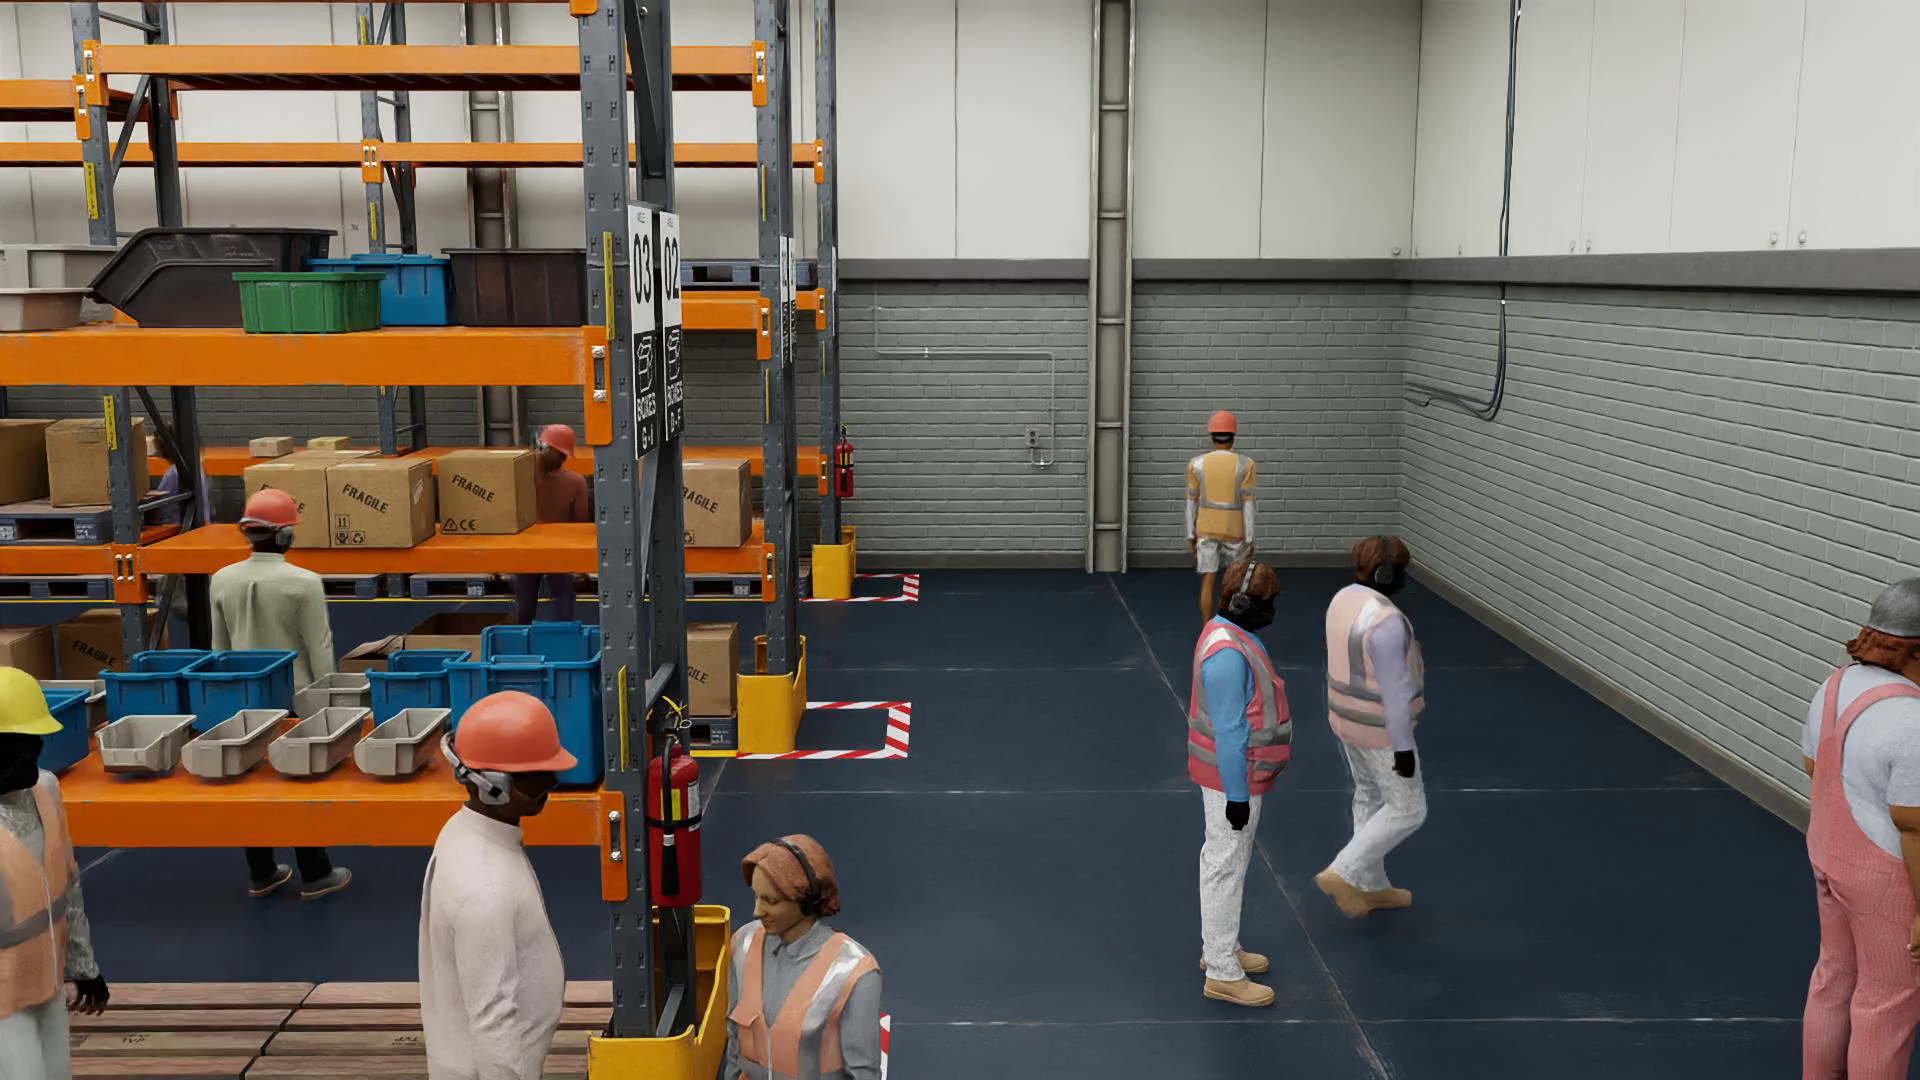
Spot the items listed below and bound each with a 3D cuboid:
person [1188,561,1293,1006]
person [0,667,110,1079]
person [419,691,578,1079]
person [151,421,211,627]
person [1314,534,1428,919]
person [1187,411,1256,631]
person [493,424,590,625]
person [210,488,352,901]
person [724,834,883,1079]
[{"bbox_3d":[1.167,0.994,6.963,0.429,1.838,0.621,1,9,9],"label":"person"},{"bbox_3d":[-2.785,1.301,4.848,0.467,1.908,0.589,0,9,0],"label":"person"},{"bbox_3d":[-1.172,1.356,4.308,0.411,1.980,0.625,-3,10,-18],"label":"person"},{"bbox_3d":[-5.751,0.073,12.354,0.461,1.926,0.634,-2,10,-14],"label":"person"},{"bbox_3d":[1.925,0.874,7.706,0.473,1.824,0.646,-2,9,-9],"label":"person"},{"bbox_3d":[2.110,-0.081,13.364,0.554,1.897,0.886,3,10,18],"label":"person"},{"bbox_3d":[-2.996,0.141,11.843,0.722,1.949,0.419,-2,10,-13],"label":"person"},{"bbox_3d":[-3.263,0.744,8.007,0.621,1.990,0.401,2,9,12],"label":"person"},{"bbox_3d":[-0.397,1.537,4.257,0.524,1.631,0.316,7,12,37],"label":"person"}]
